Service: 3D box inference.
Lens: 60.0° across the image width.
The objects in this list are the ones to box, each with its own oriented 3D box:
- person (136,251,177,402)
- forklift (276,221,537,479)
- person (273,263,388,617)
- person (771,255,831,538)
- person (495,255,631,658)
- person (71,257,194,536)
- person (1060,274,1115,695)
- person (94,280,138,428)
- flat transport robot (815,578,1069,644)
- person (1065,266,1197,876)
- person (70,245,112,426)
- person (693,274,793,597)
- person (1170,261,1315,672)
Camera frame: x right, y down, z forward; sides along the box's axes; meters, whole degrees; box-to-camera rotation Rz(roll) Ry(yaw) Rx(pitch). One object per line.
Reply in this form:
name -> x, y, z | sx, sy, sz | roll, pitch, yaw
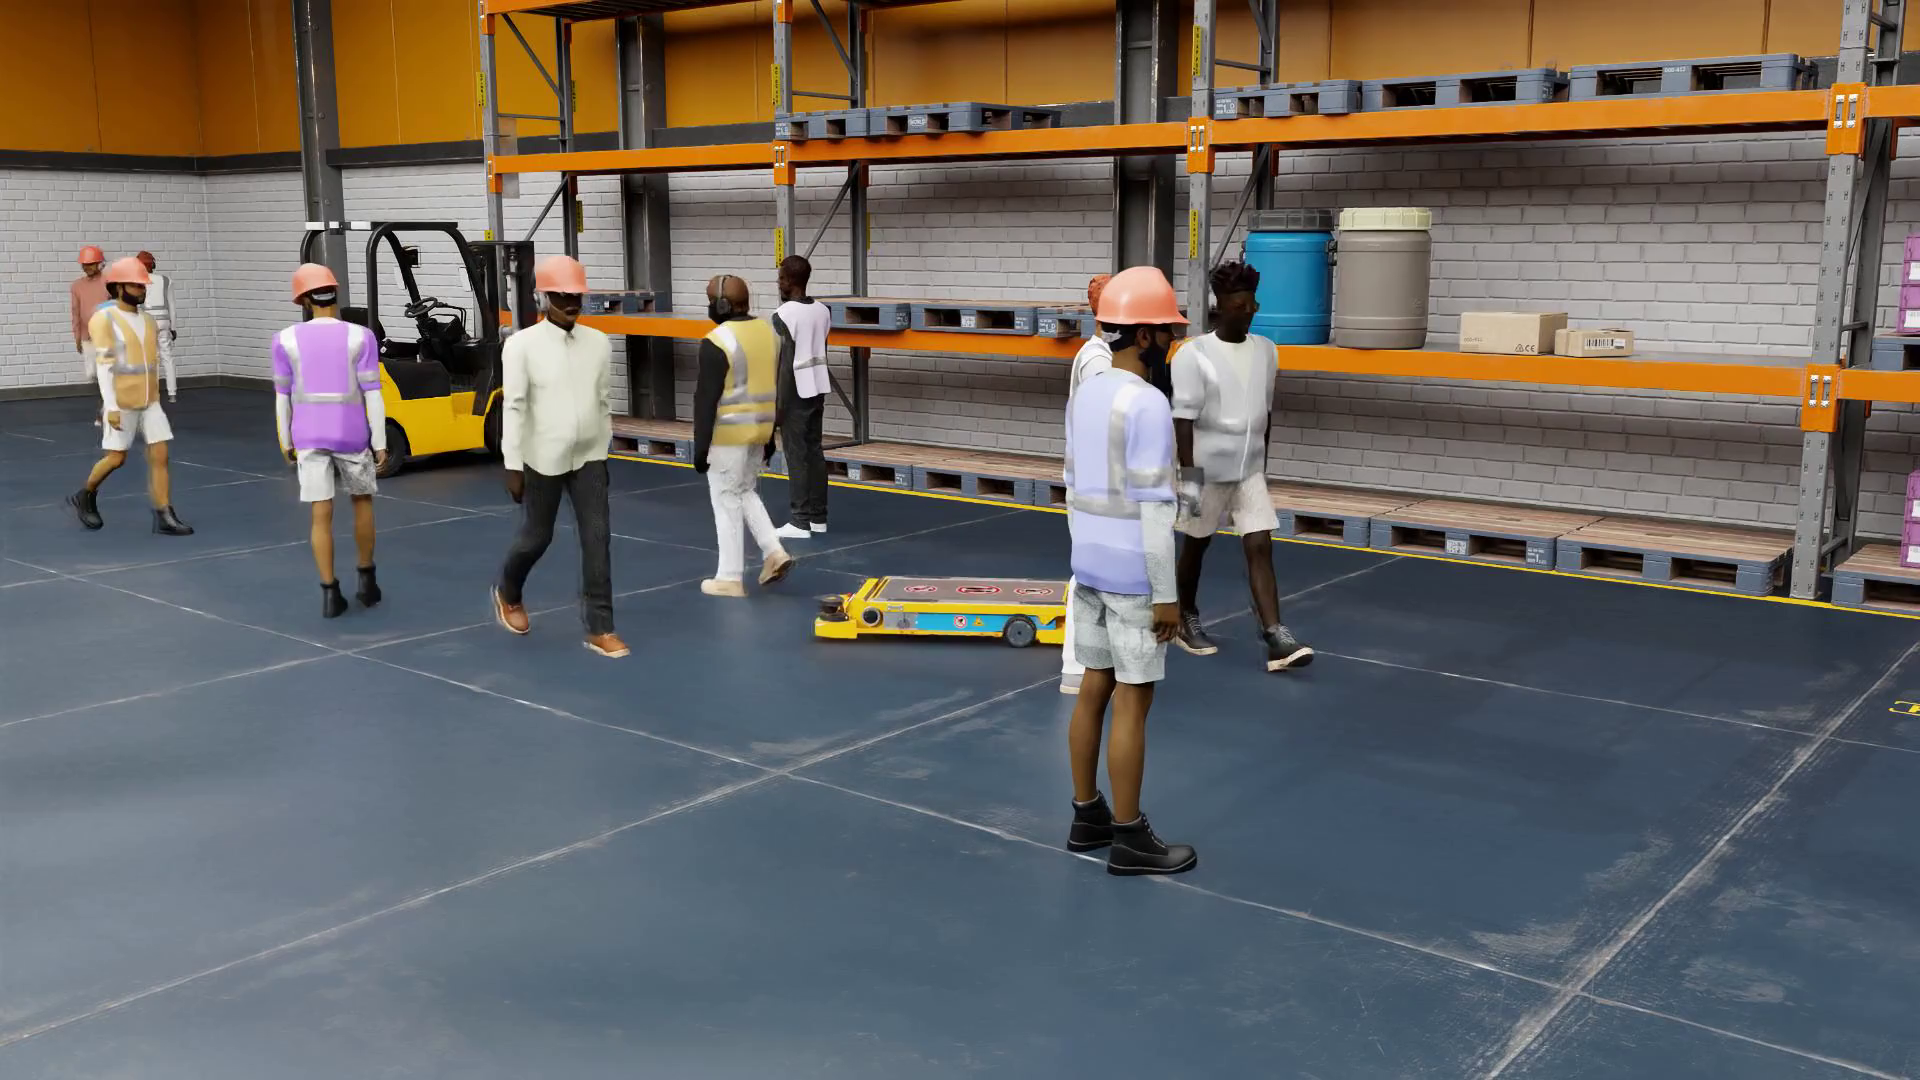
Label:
person -> -10.010, -2.630, 20.628 | 0.573, 1.887, 0.353 | -10, 14, -44
forklift -> -4.922, -1.741, 14.854 | 1.214, 2.155, 2.313 | 8, 13, 38
person -> -3.429, -0.553, 9.100 | 0.562, 1.891, 0.687 | -3, 11, -15
person -> -1.085, -0.973, 11.362 | 0.384, 1.918, 0.596 | 5, 11, 25
person -> -2.029, -0.425, 8.235 | 0.631, 1.964, 0.928 | -10, 14, -43
person -> -5.739, -0.977, 11.407 | 0.855, 1.915, 0.540 | 4, 11, 22
person -> 0.635, -0.245, 7.461 | 0.340, 1.876, 0.575 | 1, 10, 8
person -> -8.918, -1.974, 17.607 | 0.538, 1.663, 0.729 | 3, 11, 18
flat transport robot -> 0.014, 0.350, 8.594 | 1.431, 0.197, 0.652 | 1, 10, 6
person -> 0.544, 0.101, 5.352 | 0.372, 1.939, 0.544 | -4, 11, -23
person -> -9.455, -2.258, 18.369 | 0.629, 1.968, 0.745 | 0, 10, 2
person -> -1.266, -0.575, 9.389 | 0.435, 1.831, 0.655 | 6, 12, 30
person -> 1.295, -0.334, 7.817 | 0.620, 1.910, 0.996 | -5, 11, -24
